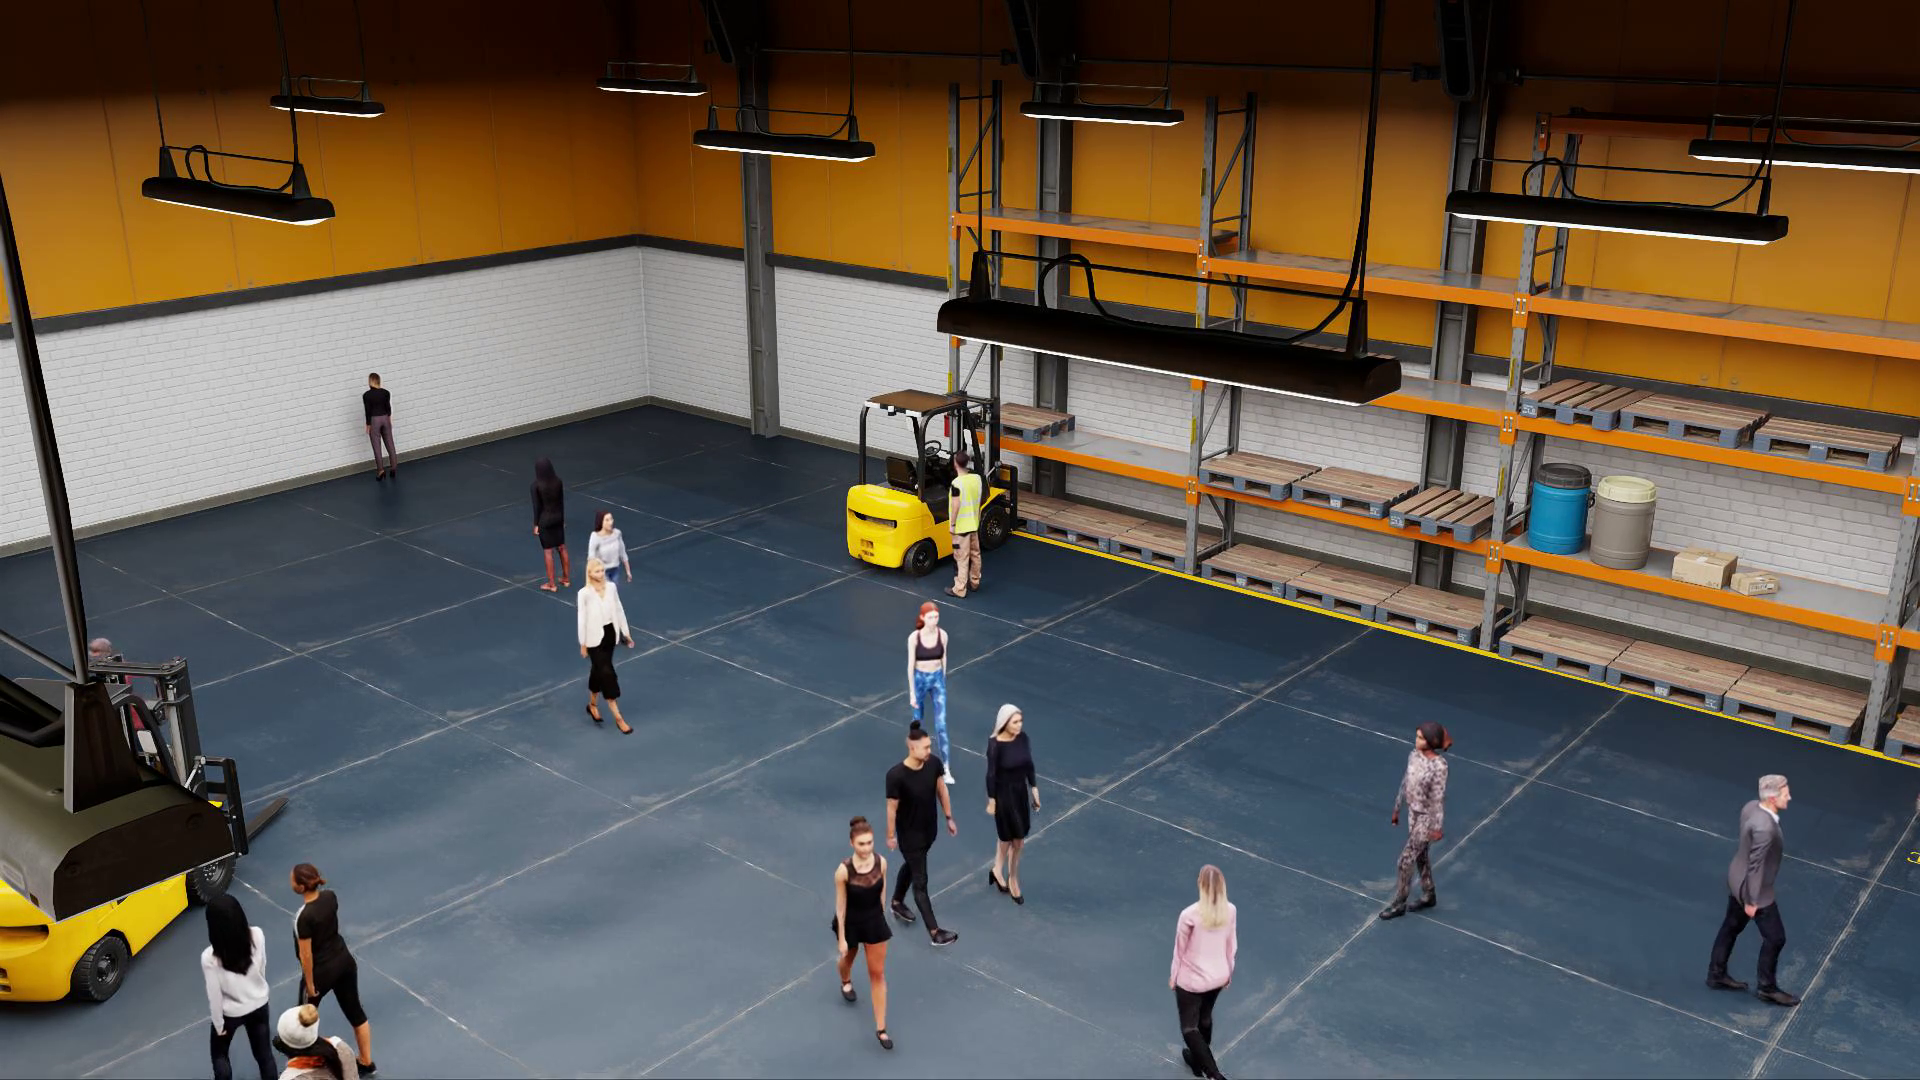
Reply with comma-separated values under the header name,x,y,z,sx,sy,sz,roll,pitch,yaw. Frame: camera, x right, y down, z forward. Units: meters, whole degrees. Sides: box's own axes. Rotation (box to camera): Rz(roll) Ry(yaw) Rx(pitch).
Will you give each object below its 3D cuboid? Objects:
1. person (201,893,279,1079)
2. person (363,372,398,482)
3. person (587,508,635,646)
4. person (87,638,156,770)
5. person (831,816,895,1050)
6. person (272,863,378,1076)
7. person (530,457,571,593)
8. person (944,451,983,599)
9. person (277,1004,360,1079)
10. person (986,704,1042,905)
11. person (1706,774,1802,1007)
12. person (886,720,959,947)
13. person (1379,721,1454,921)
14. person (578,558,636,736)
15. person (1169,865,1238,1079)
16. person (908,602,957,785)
name,x,y,z,sx,sy,sz,roll,pitch,yaw
person,-4.673,3.120,10.951,0.738,1.685,0.609,15,24,37
person,-8.860,-1.737,25.395,0.524,1.671,0.588,16,24,39
person,-4.127,0.403,19.155,0.969,1.598,0.632,14,23,36
person,-7.557,1.666,15.126,0.803,1.776,1.054,-15,24,-38
person,-0.752,2.768,12.085,0.937,1.628,1.204,-8,20,-22
person,-4.299,2.976,11.460,1.088,1.633,0.779,8,20,23
person,-5.126,-0.214,20.795,0.502,1.721,0.608,16,24,39
person,0.052,-0.205,20.575,0.697,1.845,0.683,16,24,39
person,-3.587,3.488,9.559,0.722,1.877,0.743,10,21,27
person,0.347,2.139,13.793,0.746,1.731,0.589,17,25,40
person,5.822,2.564,12.386,1.024,1.822,0.944,4,19,13
person,-0.406,2.266,13.270,0.724,1.823,1.126,-17,25,-41
person,3.826,2.258,13.491,0.886,1.697,0.877,-6,20,-17
person,-3.689,1.052,16.877,1.028,1.823,0.626,14,23,36
person,1.678,3.018,11.279,0.866,1.668,1.049,-7,20,-21
person,-0.348,1.428,15.916,1.043,1.723,1.275,-6,19,-16
